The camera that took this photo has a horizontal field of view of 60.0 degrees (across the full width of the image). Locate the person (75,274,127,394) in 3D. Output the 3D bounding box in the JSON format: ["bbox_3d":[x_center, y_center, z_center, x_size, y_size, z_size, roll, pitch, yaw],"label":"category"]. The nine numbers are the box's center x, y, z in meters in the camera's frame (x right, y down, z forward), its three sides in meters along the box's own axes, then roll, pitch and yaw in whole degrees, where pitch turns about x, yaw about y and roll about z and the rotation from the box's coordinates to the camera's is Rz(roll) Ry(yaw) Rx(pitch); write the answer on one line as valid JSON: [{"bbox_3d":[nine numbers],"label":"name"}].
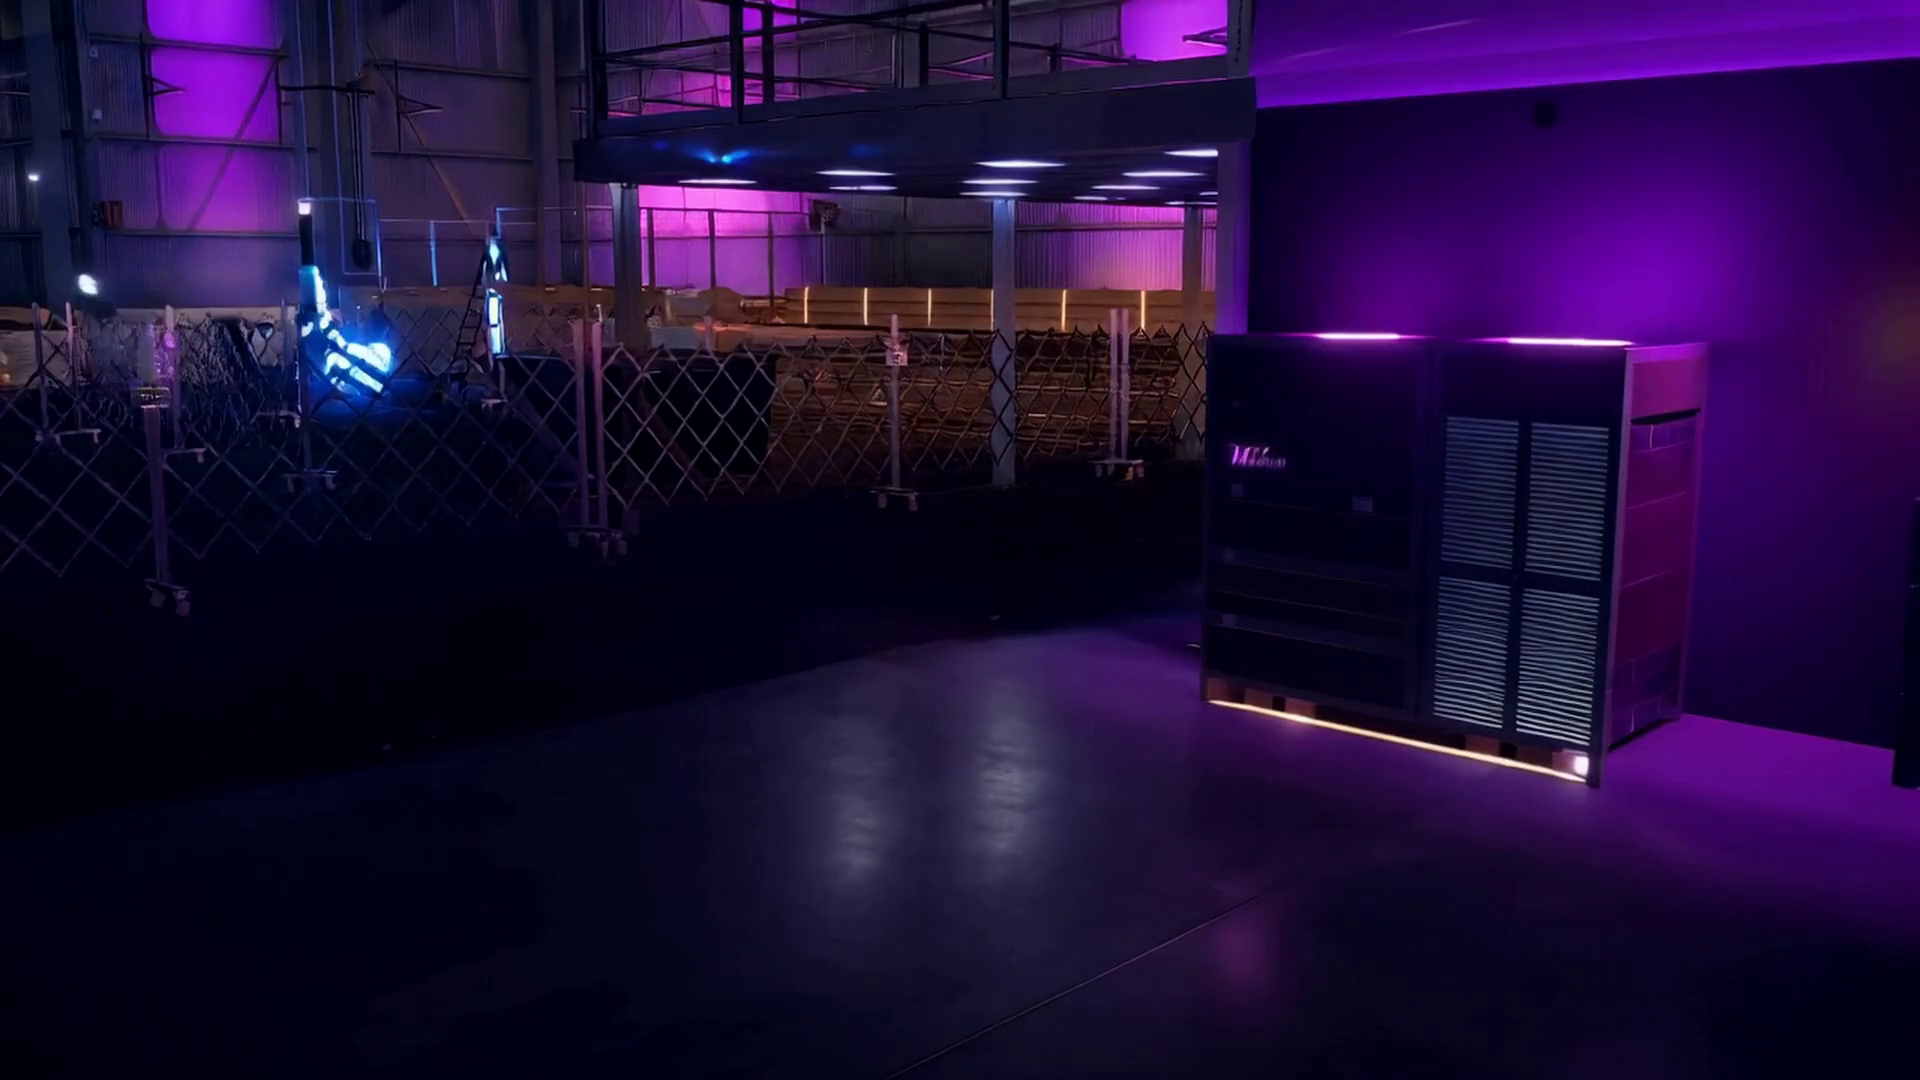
[{"bbox_3d":[-14.260,-3.398,27.542,0.988,1.990,0.618,2,9,12],"label":"person"}]
